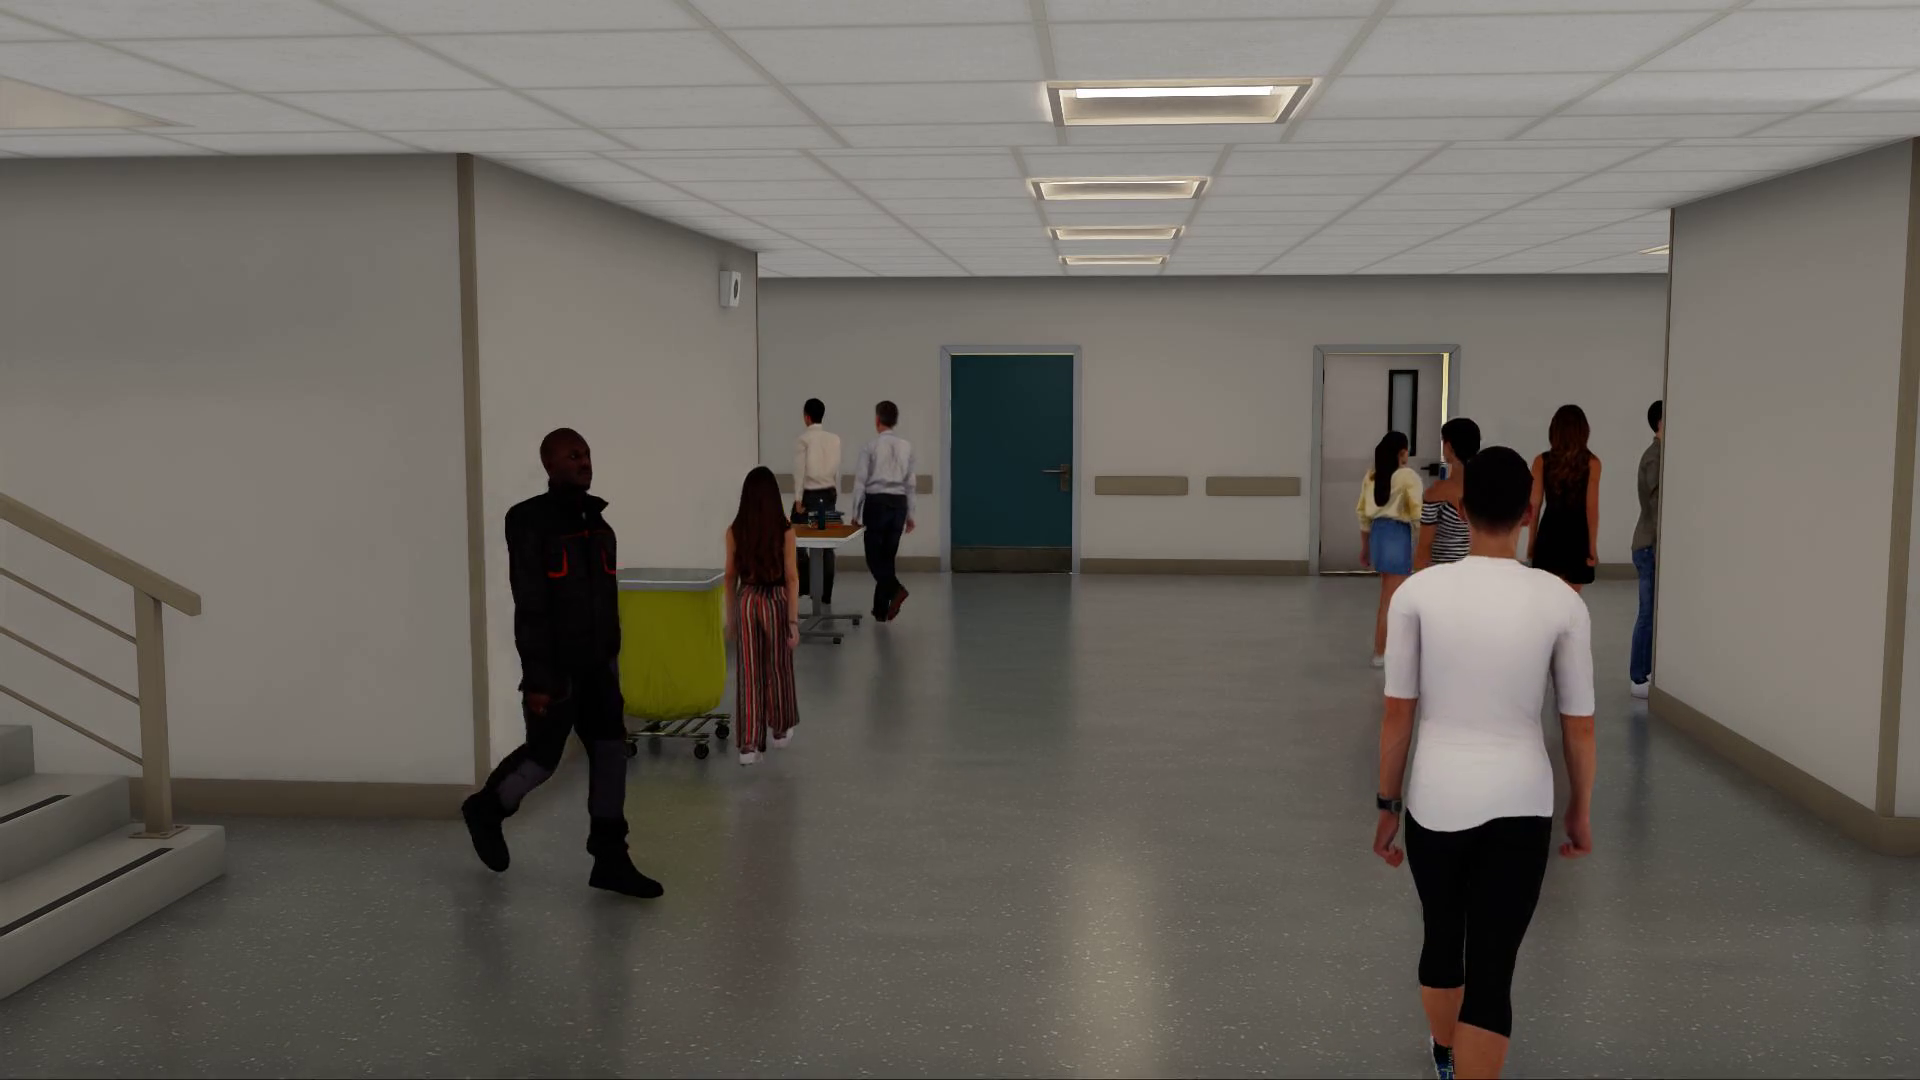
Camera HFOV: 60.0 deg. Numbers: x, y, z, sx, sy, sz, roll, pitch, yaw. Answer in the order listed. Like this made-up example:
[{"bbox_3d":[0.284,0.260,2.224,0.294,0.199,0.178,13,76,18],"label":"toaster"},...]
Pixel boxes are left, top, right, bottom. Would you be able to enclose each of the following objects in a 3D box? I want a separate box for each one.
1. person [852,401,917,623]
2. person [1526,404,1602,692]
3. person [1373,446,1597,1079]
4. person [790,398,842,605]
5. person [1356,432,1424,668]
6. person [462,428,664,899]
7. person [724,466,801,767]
[{"bbox_3d":[-0.576,-0.198,13.293,1.167,1.789,1.084,-3,6,-28],"label":"person"},{"bbox_3d":[3.718,0.098,10.253,1.093,1.808,0.834,2,6,21],"label":"person"},{"bbox_3d":[1.296,0.706,4.156,1.087,1.819,0.922,2,6,19],"label":"person"},{"bbox_3d":[-1.201,-0.332,14.575,0.790,1.799,0.857,-4,7,-37],"label":"person"},{"bbox_3d":[2.922,0.072,11.466,0.829,1.617,0.781,-4,7,-34],"label":"person"},{"bbox_3d":[-1.616,0.476,6.515,1.279,1.803,1.046,4,7,32],"label":"person"},{"bbox_3d":[-1.035,0.421,8.493,1.045,1.517,0.634,0,6,4],"label":"person"}]
